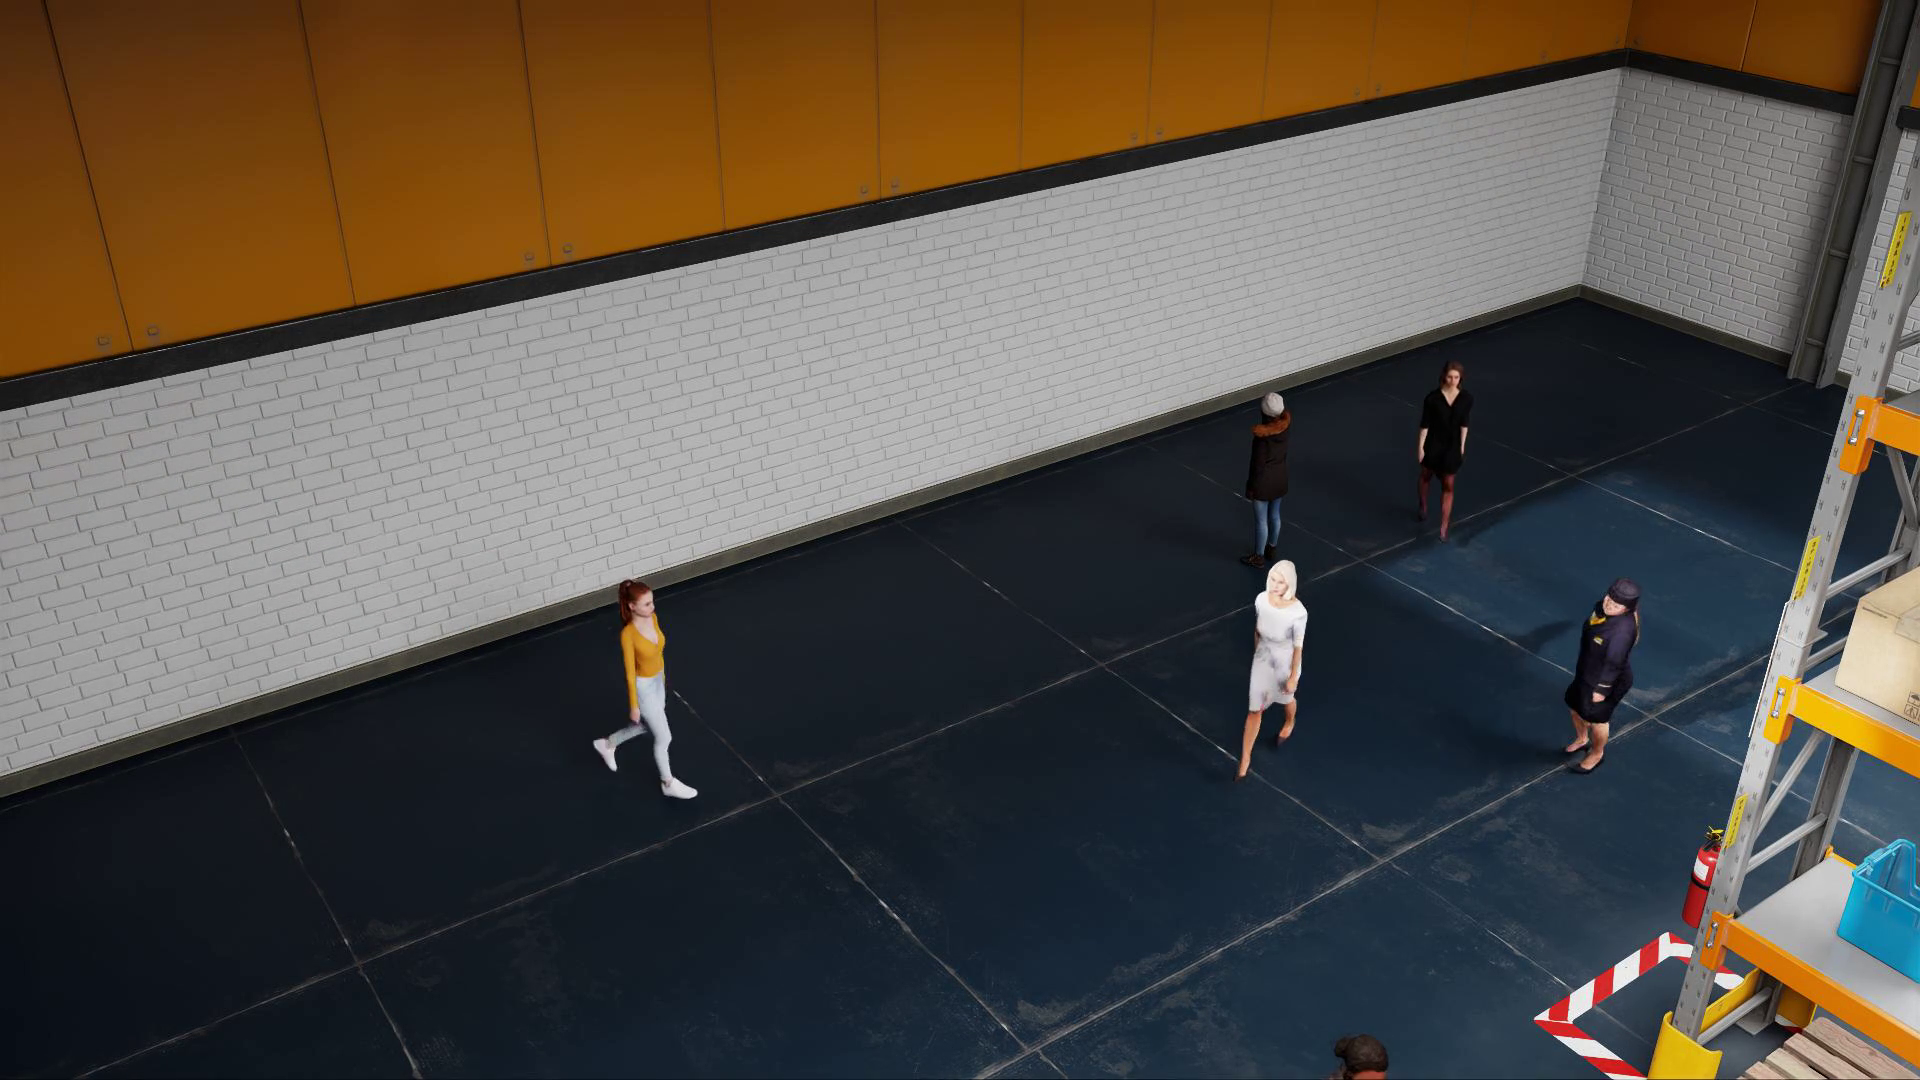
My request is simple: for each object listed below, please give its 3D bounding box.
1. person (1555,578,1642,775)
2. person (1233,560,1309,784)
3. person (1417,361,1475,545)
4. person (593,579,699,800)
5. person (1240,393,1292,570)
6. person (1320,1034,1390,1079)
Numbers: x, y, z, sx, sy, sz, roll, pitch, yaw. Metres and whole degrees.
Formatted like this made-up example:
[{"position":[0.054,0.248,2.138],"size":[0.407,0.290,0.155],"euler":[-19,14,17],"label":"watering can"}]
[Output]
[{"position":[4.568,0.964,11.784],"size":[0.894,1.652,0.785],"euler":[5,29,10],"label":"person"},{"position":[2.299,0.872,11.903],"size":[1.084,1.699,0.886],"euler":[20,34,32],"label":"person"},{"position":[4.349,-0.868,15.127],"size":[1.011,1.668,1.114],"euler":[2,29,4],"label":"person"},{"position":[-2.254,1.038,11.568],"size":[1.102,1.730,0.978],"euler":[9,30,16],"label":"person"},{"position":[2.696,-0.528,14.537],"size":[0.648,1.636,0.623],"euler":[-23,36,-36],"label":"person"},{"position":[1.852,3.000,8.044],"size":[0.597,1.659,0.654],"euler":[-15,32,-25],"label":"person"}]
